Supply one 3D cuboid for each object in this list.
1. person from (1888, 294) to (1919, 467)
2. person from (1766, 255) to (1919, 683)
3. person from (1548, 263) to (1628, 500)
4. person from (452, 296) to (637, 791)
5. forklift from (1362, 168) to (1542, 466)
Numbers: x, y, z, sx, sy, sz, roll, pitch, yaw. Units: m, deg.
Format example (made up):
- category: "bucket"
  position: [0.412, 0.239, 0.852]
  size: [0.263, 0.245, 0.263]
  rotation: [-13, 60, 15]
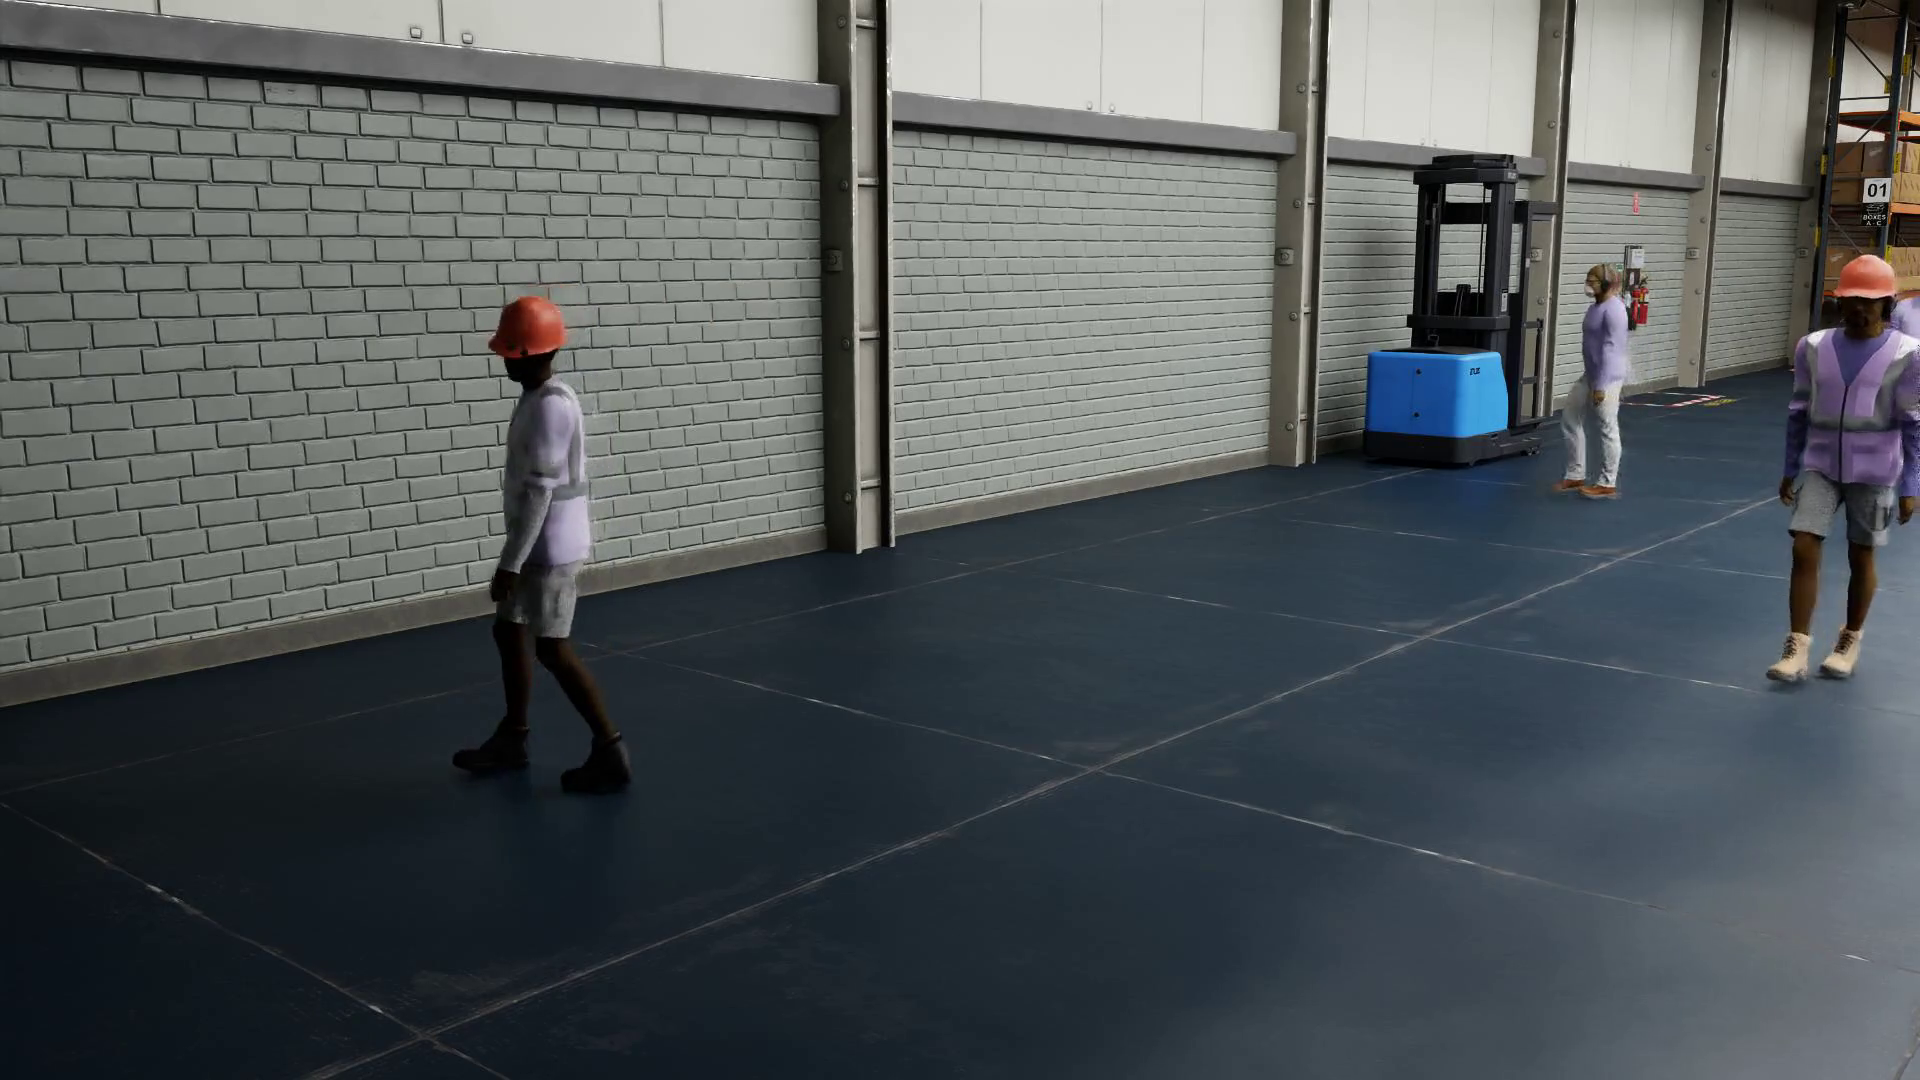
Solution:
- category: "person"
  position: [8.673, -1.506, 14.976]
  size: [0.651, 1.881, 0.624]
  rotation: [7, 12, 35]
- category: "person"
  position: [4.118, -0.305, 7.768]
  size: [0.870, 2.009, 0.648]
  rotation: [-10, 14, -44]
- category: "person"
  position: [5.142, -1.295, 13.659]
  size: [0.668, 1.921, 0.655]
  rotation: [0, 10, 1]
- category: "person"
  position: [-1.610, 0.017, 6.347]
  size: [0.642, 1.884, 0.582]
  rotation: [-3, 10, -18]
- category: "forklift"
  position: [4.875, -2.212, 16.287]
  size: [1.129, 2.768, 1.873]
  rotation: [8, 13, 40]
